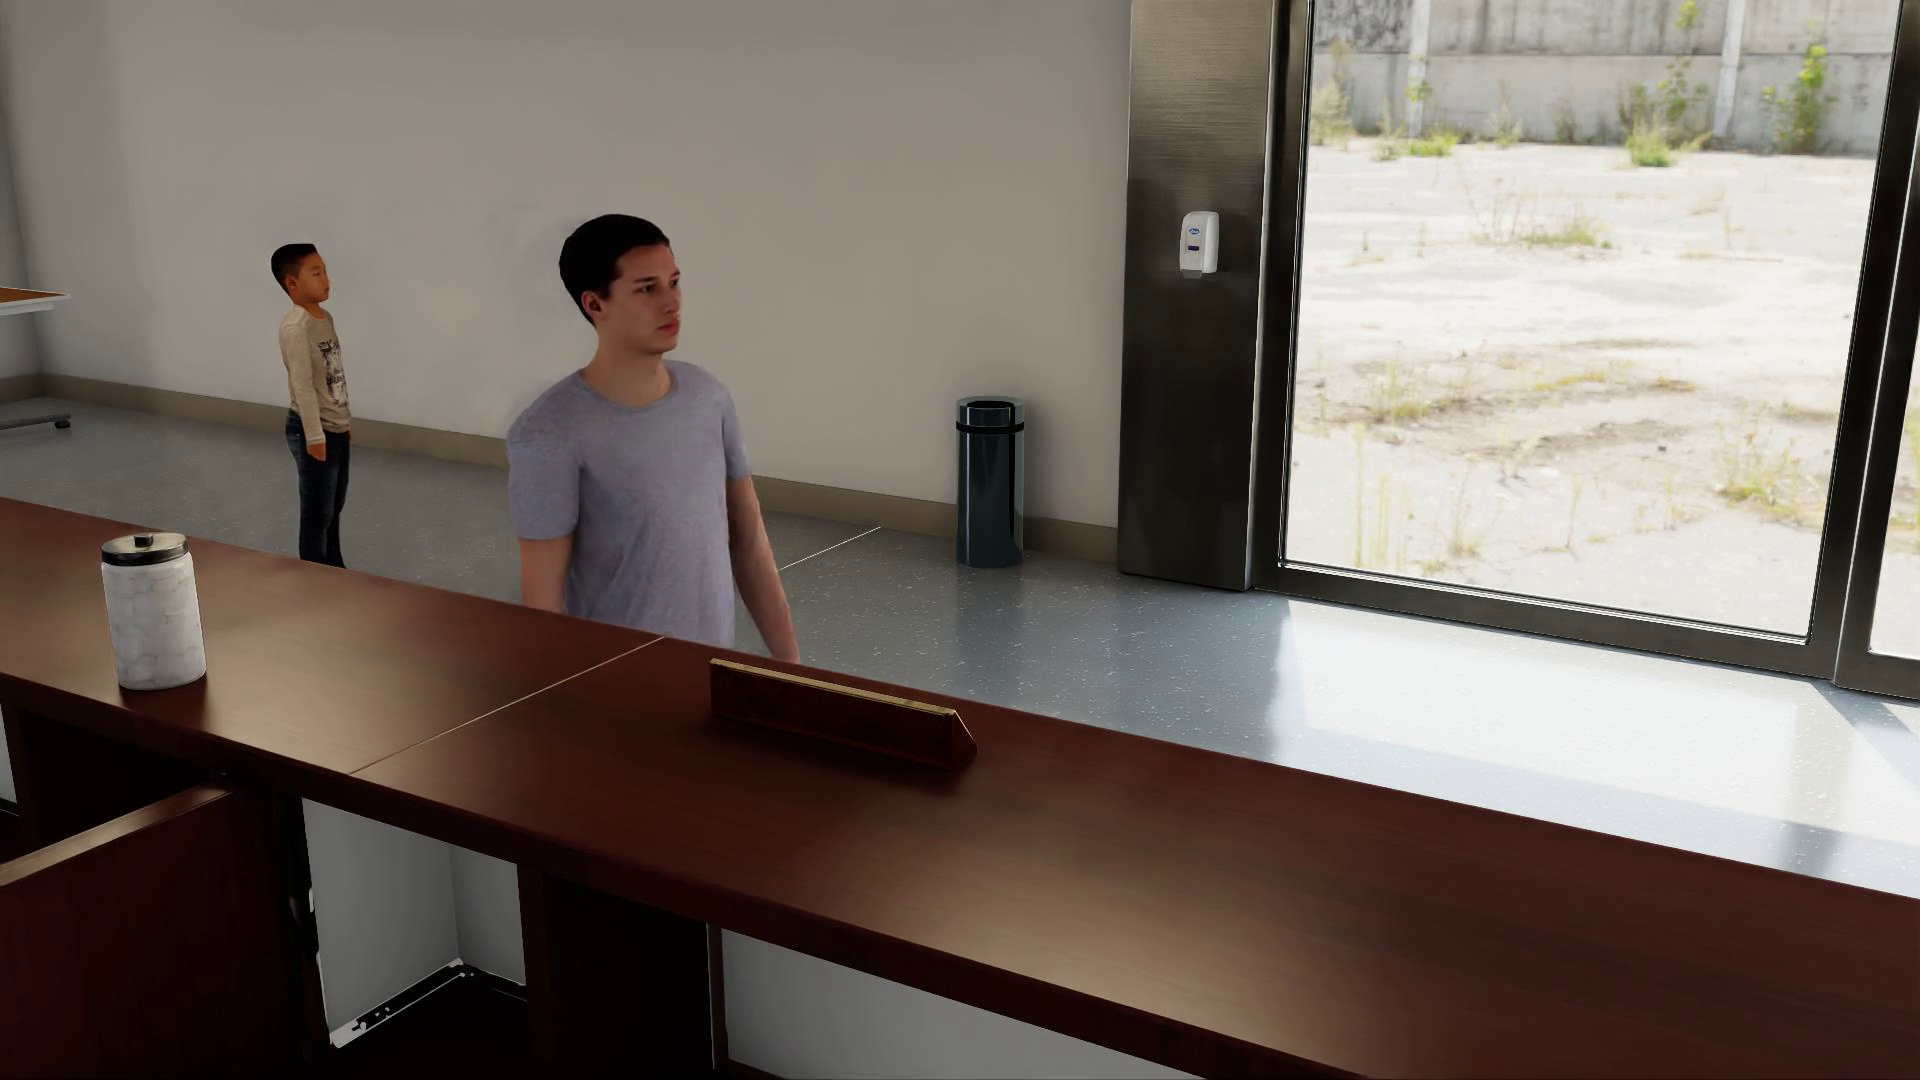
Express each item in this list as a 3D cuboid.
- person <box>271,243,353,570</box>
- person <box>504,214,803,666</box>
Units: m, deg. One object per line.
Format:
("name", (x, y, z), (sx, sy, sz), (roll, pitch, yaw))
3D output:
("person", (-2.552, -0.442, 6.618), (0.696, 1.464, 0.604), (-1, 16, -4))
("person", (-0.660, 0.309, 3.295), (0.775, 1.822, 1.091), (10, 19, 32))
